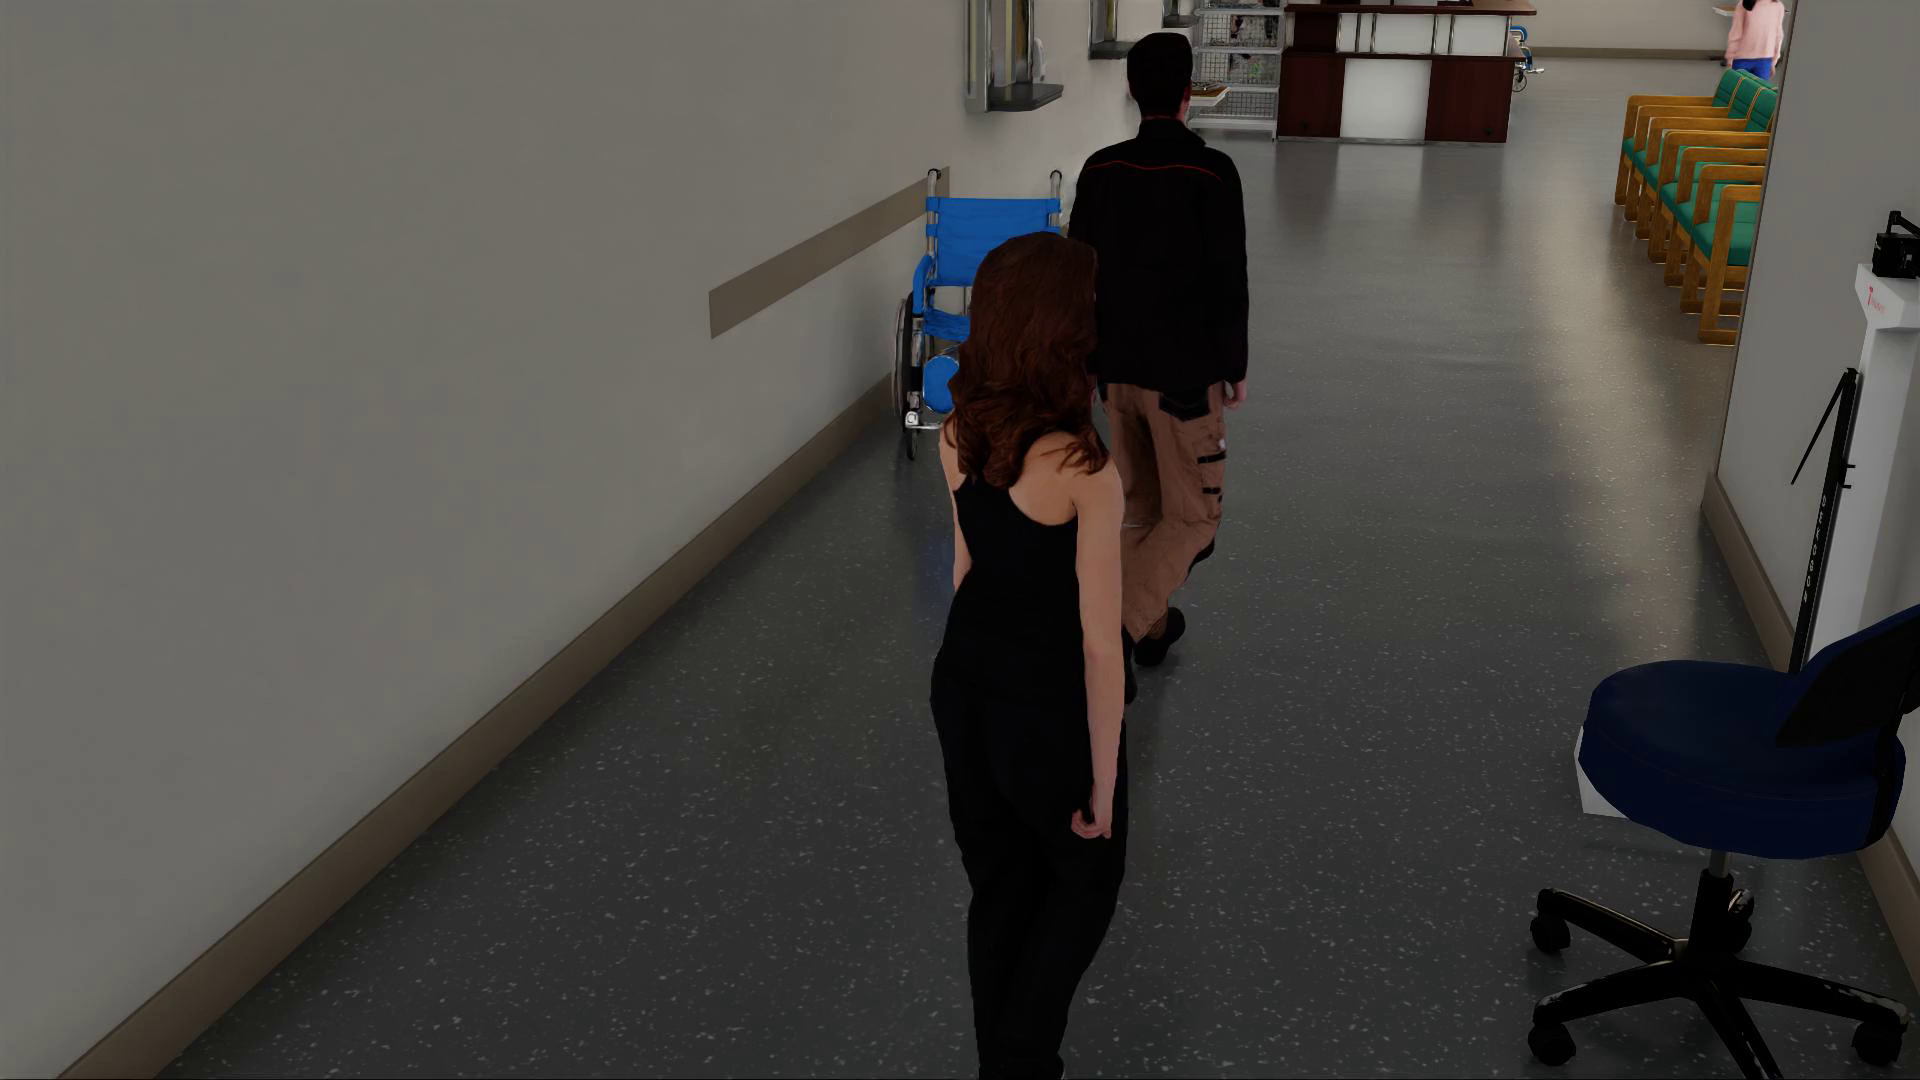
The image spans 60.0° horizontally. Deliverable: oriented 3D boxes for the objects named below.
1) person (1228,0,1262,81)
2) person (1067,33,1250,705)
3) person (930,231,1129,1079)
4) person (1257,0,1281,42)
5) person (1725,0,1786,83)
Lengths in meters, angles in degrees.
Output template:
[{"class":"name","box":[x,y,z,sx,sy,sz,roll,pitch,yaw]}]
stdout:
[{"class":"person","box":[3.734,-6.942,22.238,0.968,1.689,0.797,-2,21,-5]},{"class":"person","box":[0.544,-0.443,4.772,1.079,1.906,0.963,12,24,29]},{"class":"person","box":[0.050,0.349,2.926,0.732,1.732,0.752,15,25,34]},{"class":"person","box":[5.440,-9.415,28.730,0.703,1.715,0.819,-4,21,-10]},{"class":"person","box":[7.305,-4.384,15.372,0.507,1.769,0.715,3,21,9]}]
